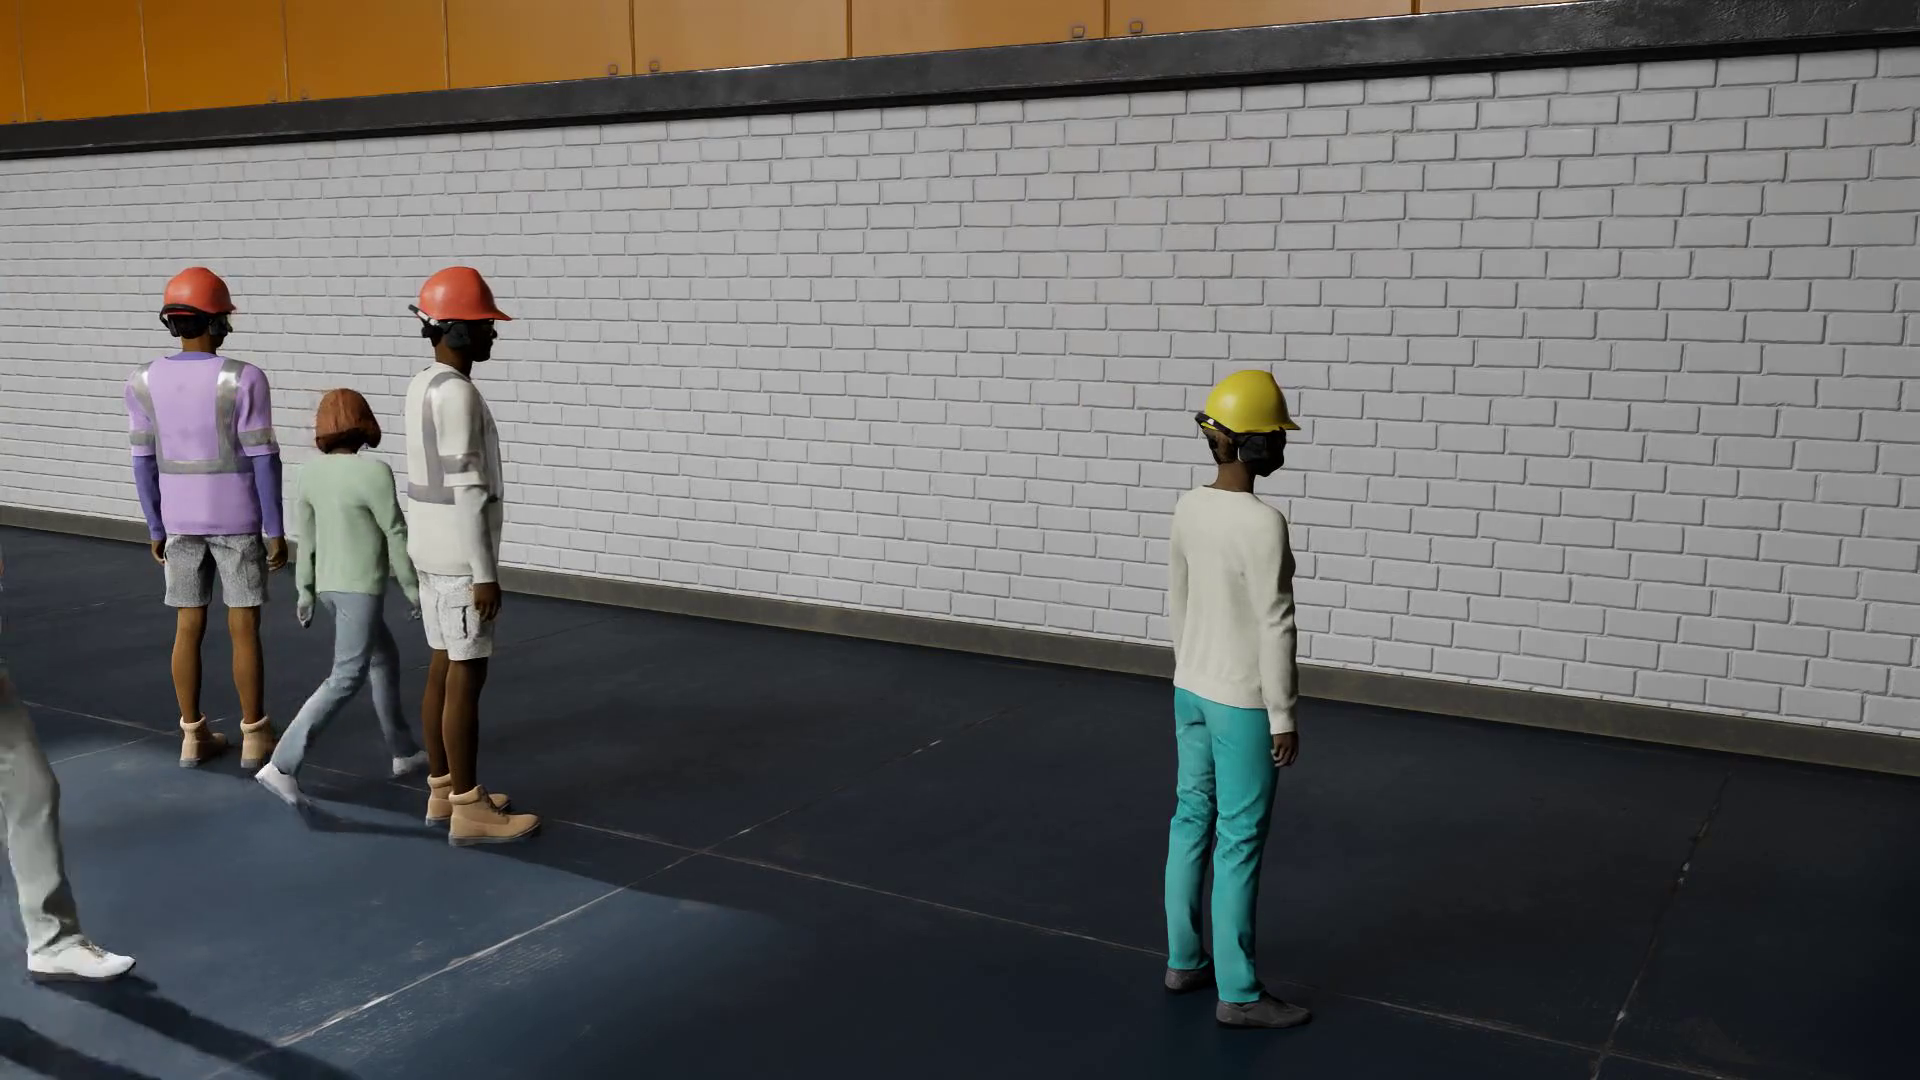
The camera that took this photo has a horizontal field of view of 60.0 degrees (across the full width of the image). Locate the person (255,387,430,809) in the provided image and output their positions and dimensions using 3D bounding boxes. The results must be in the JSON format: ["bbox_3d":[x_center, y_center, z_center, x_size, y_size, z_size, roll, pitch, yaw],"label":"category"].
[{"bbox_3d":[-2.403,0.205,6.441,0.501,1.591,0.835,7,12,38],"label":"person"}]

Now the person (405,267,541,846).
[{"bbox_3d":[-1.768,0.058,5.949,0.386,2.045,0.605,-5,11,-30],"label":"person"}]

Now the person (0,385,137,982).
[{"bbox_3d":[-2.704,0.361,4.520,0.820,1.893,0.603,2,9,11],"label":"person"}]

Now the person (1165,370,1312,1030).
[{"bbox_3d":[0.750,0.427,4.508,0.315,1.770,0.523,-4,10,-23],"label":"person"}]

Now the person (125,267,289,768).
[{"bbox_3d":[-3.044,-0.079,6.798,0.607,2.048,0.365,1,9,5],"label":"person"}]
